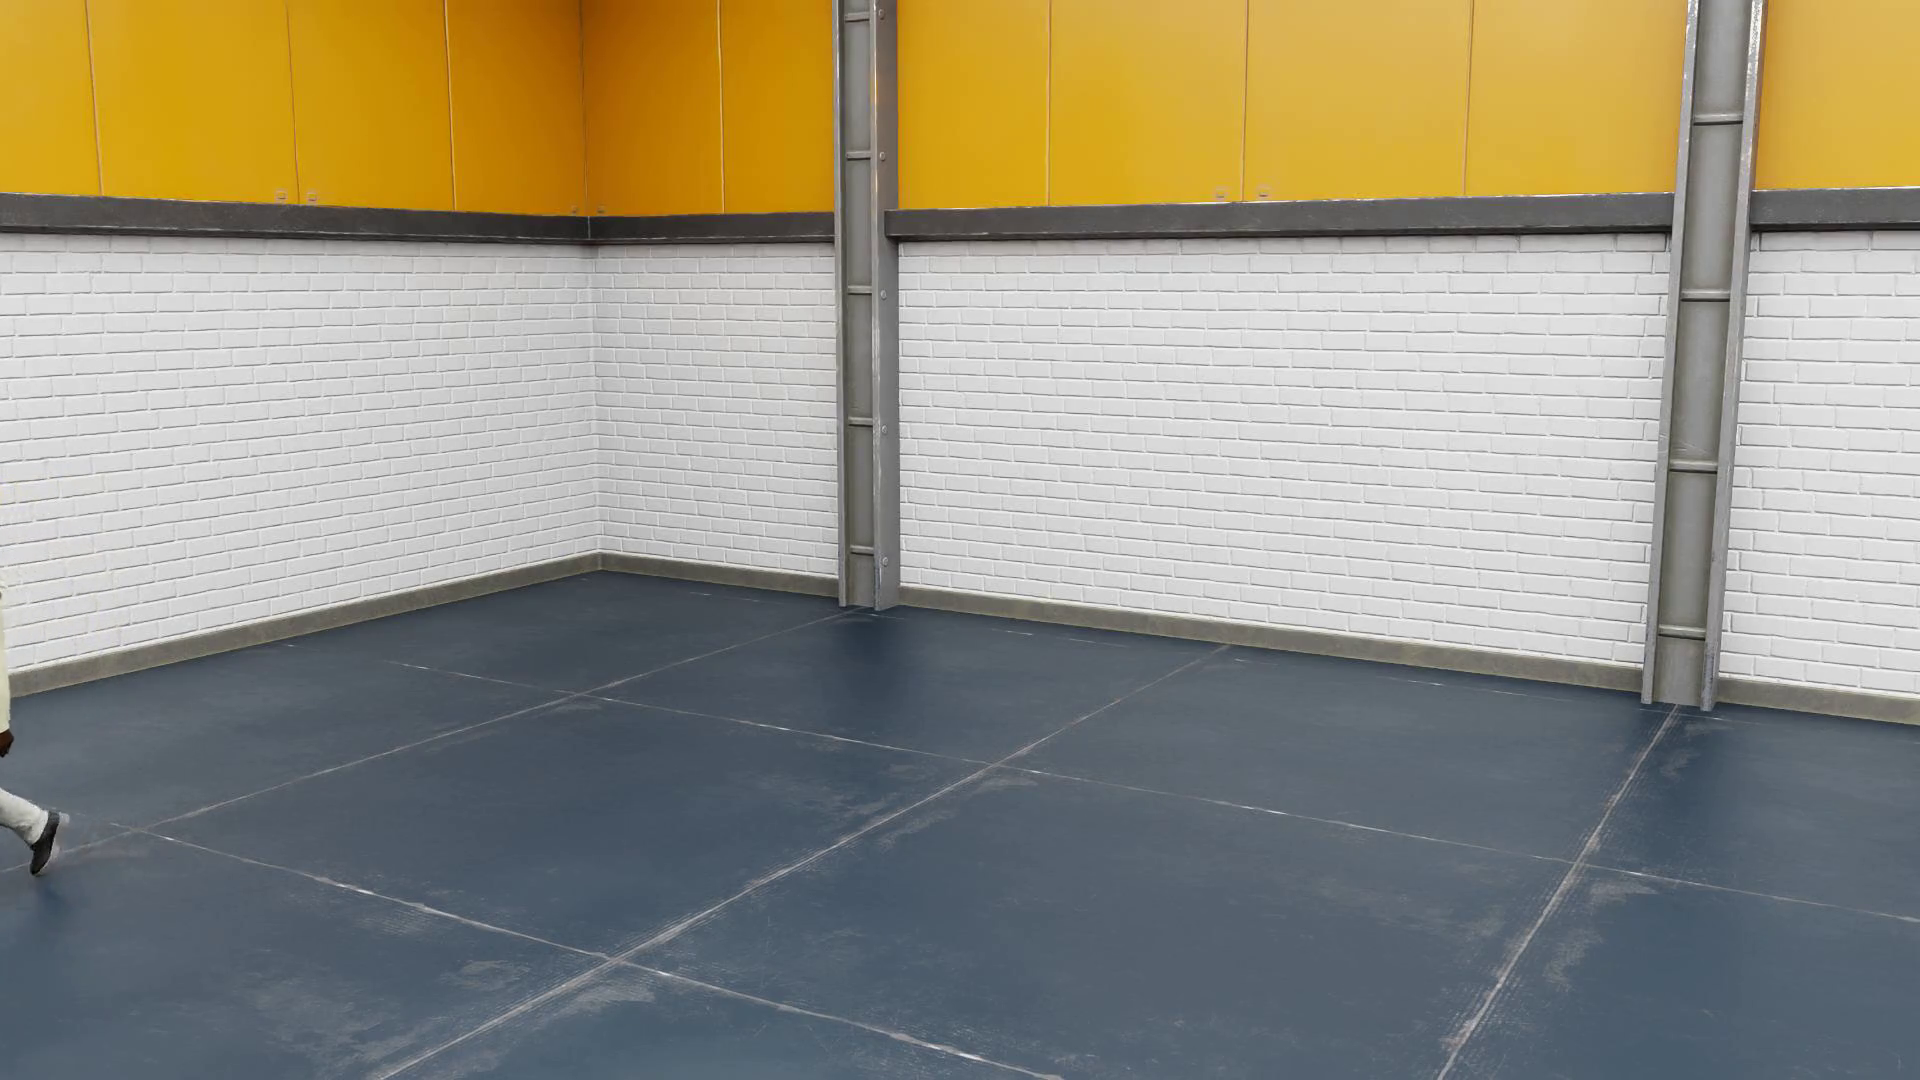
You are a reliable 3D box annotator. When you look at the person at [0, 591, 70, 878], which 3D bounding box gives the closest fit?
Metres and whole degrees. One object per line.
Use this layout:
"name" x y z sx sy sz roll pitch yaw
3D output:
"person" -4.095 0.659 6.841 0.589 1.805 0.775 6 11 34
